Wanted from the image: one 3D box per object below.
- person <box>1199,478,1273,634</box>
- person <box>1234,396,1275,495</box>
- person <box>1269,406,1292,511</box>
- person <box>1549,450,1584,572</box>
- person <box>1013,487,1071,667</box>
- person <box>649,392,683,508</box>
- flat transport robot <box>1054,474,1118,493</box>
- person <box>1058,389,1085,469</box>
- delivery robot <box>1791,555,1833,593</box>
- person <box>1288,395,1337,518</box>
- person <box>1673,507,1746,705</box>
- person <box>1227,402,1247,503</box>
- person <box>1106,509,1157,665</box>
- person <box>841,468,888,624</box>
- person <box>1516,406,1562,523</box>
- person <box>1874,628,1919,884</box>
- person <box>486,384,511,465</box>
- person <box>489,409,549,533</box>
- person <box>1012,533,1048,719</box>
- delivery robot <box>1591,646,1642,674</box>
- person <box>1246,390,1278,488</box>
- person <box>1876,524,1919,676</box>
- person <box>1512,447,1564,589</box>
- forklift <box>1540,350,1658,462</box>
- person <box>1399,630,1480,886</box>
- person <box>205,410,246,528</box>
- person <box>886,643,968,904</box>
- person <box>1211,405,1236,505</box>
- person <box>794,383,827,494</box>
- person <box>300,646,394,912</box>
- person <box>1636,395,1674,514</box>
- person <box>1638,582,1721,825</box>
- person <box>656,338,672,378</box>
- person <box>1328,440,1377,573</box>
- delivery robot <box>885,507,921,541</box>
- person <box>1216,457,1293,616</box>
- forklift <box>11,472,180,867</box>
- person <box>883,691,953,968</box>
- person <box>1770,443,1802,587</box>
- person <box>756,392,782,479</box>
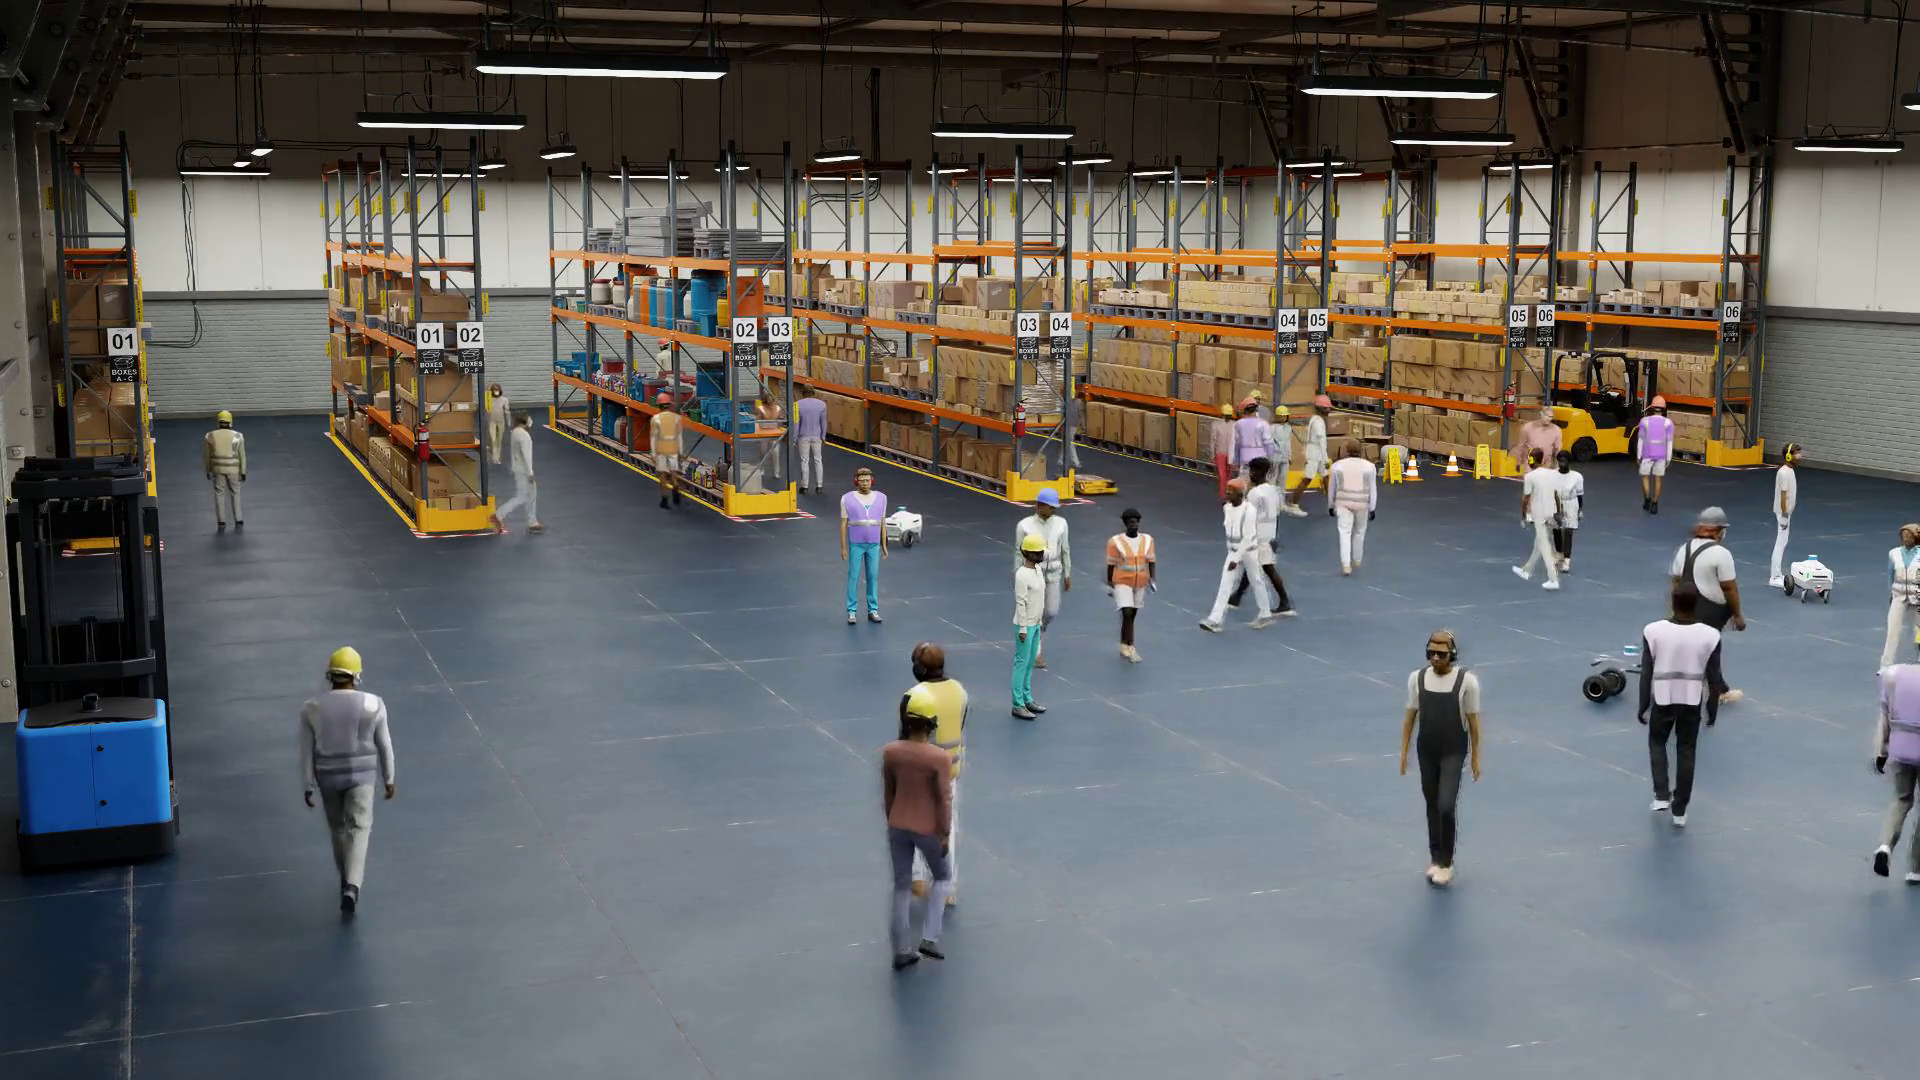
[{"bbox_3d":[3.242,0.183,24.095,1.116,1.805,0.566,-6,11,-36],"label":"person"},{"bbox_3d":[4.595,-1.234,32.864,0.699,2.012,0.548,6,10,35],"label":"person"},{"bbox_3d":[5.275,-1.342,34.443,0.485,1.744,0.295,-6,10,-35],"label":"person"},{"bbox_3d":[8.245,-0.425,28.637,0.547,1.653,0.812,4,9,26],"label":"person"},{"bbox_3d":[0.858,0.364,22.516,0.637,1.914,0.704,-3,9,-17],"label":"person"},{"bbox_3d":[-4.879,-1.488,34.813,0.574,1.924,0.455,-4,9,-23],"label":"person"},{"bbox_3d":[2.214,-1.014,37.286,0.652,0.197,1.431,-3,9,-20],"label":"flat transport robot"},{"bbox_3d":[2.150,-2.192,40.657,0.514,1.580,0.858,-5,10,-31],"label":"person"},{"bbox_3d":[10.734,0.433,26.383,0.477,0.478,0.707,1,8,6],"label":"delivery robot"},{"bbox_3d":[5.791,-1.343,33.663,1.074,1.975,0.608,1,9,8],"label":"person"},{"bbox_3d":[7.210,0.662,20.235,1.012,2.000,0.692,-2,9,-13],"label":"person"},{"bbox_3d":[4.526,-1.301,33.765,0.597,1.858,0.715,-8,11,-42],"label":"person"},{"bbox_3d":[1.872,0.495,22.444,0.531,1.654,0.795,-3,9,-21],"label":"person"},{"bbox_3d":[-1.139,0.058,24.765,0.570,1.843,0.371,-3,9,-19],"label":"person"},{"bbox_3d":[9.131,-1.189,33.021,0.667,1.860,0.570,0,9,1],"label":"person"},{"bbox_3d":[6.785,1.515,14.841,0.541,1.907,0.601,-7,11,-39],"label":"person"},{"bbox_3d":[-9.029,-2.249,40.921,0.527,1.597,0.777,-4,9,-26],"label":"person"},{"bbox_3d":[-6.727,-1.034,31.853,0.844,1.913,0.637,-3,9,-18],"label":"person"},{"bbox_3d":[0.686,0.809,20.028,0.327,1.767,0.533,3,9,21],"label":"person"},{"bbox_3d":[6.599,1.163,20.653,0.698,0.223,0.335,6,11,37],"label":"delivery robot"},{"bbox_3d":[5.304,-1.754,37.016,0.609,1.799,0.710,-8,11,-42],"label":"person"},{"bbox_3d":[9.915,0.621,21.848,0.512,1.592,0.846,8,12,44],"label":"person"},{"bbox_3d":[7.497,-0.305,27.282,0.547,1.812,0.985,-5,10,-29],"label":"person"},{"bbox_3d":[12.897,-2.725,42.309,2.313,2.155,1.214,-3,9,-21],"label":"forklift"},{"bbox_3d":[3.383,1.549,14.874,0.550,1.826,0.590,6,10,34],"label":"person"},{"bbox_3d":[-11.400,-1.097,32.523,0.612,1.828,0.404,-2,9,-13],"label":"person"},{"bbox_3d":[-0.260,1.608,14.509,0.559,1.823,0.652,7,11,40],"label":"person"},{"bbox_3d":[4.478,-1.421,35.067,0.541,1.698,0.938,0,9,-2],"label":"person"},{"bbox_3d":[-2.652,-1.792,36.791,0.629,1.940,0.376,-3,9,-18],"label":"person"},{"bbox_3d":[-4.225,1.635,14.446,0.604,1.796,0.868,-1,9,-7],"label":"person"},{"bbox_3d":[11.341,-1.395,34.176,0.566,1.926,0.436,3,9,17],"label":"person"},{"bbox_3d":[5.664,1.271,16.506,0.611,1.898,0.537,2,9,14],"label":"person"},{"bbox_3d":[-7.140,-3.907,50.743,0.407,1.987,0.614,7,11,37],"label":"person"},{"bbox_3d":[5.317,-0.462,28.423,0.646,1.793,0.954,2,9,12],"label":"person"},{"bbox_3d":[-0.851,-0.244,30.892,0.477,0.478,0.707,4,9,25],"label":"delivery robot"},{"bbox_3d":[3.609,-0.050,25.295,1.046,1.913,0.608,5,10,28],"label":"person"},{"bbox_3d":[-6.630,0.886,15.957,1.129,2.768,1.873,-3,9,-21],"label":"forklift"},{"bbox_3d":[-0.272,1.833,13.255,0.538,1.750,0.432,4,9,26],"label":"person"},{"bbox_3d":[10.774,-0.334,27.308,0.309,1.868,0.534,4,9,25],"label":"person"},{"bbox_3d":[-3.585,-1.974,39.118,0.526,1.612,0.770,-3,9,-21],"label":"person"}]
